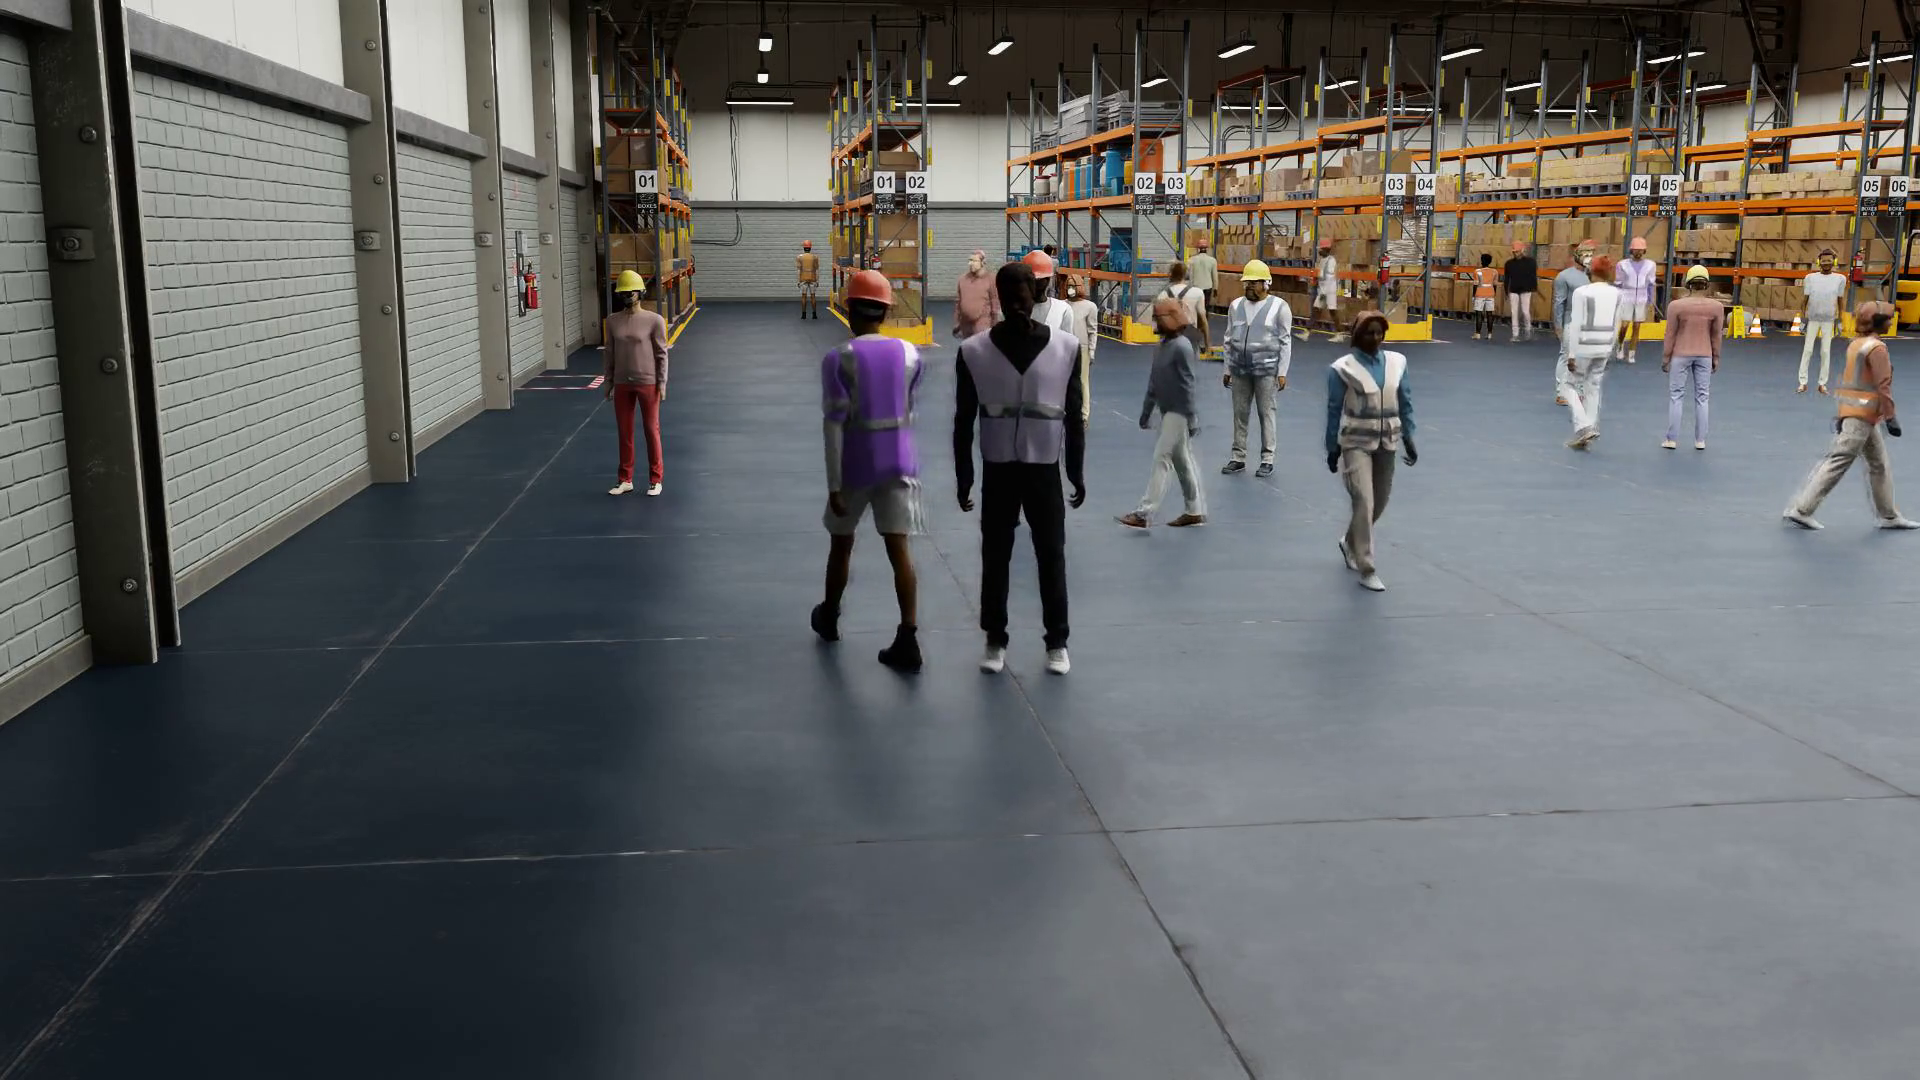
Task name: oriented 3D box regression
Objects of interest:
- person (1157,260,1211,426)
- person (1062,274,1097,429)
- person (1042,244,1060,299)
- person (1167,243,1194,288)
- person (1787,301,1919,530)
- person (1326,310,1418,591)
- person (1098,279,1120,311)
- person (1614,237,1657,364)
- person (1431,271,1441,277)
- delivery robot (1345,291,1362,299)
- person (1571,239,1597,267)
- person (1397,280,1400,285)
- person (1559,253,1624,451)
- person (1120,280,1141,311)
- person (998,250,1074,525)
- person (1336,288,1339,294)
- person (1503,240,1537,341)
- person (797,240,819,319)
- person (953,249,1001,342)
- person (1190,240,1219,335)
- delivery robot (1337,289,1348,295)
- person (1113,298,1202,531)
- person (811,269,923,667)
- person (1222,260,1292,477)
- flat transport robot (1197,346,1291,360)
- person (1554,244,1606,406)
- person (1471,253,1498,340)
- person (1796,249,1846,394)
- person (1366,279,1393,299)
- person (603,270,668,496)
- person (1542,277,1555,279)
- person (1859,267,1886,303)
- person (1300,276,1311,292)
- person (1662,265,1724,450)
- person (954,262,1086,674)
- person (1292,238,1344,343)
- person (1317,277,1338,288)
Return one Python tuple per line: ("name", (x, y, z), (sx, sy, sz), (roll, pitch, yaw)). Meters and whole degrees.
("person", (2.313, -2.055, 17.559), (0.529, 1.794, 0.983), (6, 12, 29))
("person", (1.206, -1.987, 17.601), (0.499, 1.634, 0.279), (5, 12, 26))
("person", (1.901, -5.468, 36.045), (0.533, 1.868, 0.310), (-2, 11, -12))
("person", (4.517, -5.138, 34.107), (0.591, 1.913, 0.448), (-1, 10, -4))
("person", (6.203, -0.847, 11.470), (0.867, 1.596, 0.514), (3, 11, 16))
("person", (2.394, -0.556, 9.813), (0.521, 1.611, 0.768), (-4, 11, -19))
("person", (3.855, -6.715, 42.954), (0.621, 1.845, 0.429), (0, 10, 0))
("person", (10.755, -3.811, 26.517), (0.617, 2.025, 0.443), (2, 10, 9))
("person", (13.990, -7.934, 49.565), (0.615, 1.863, 0.584), (8, 13, 37))
("delivery robot", (10.837, -6.668, 45.965), (0.477, 0.478, 0.707), (-1, 10, -7))
("person", (12.486, -4.999, 33.170), (0.657, 1.972, 0.600), (-1, 10, -7))
("person", (13.371, -8.219, 50.651), (1.045, 2.000, 0.696), (0, 10, 2))
("person", (5.980, -1.779, 15.809), (0.598, 1.866, 0.411), (-4, 11, -19))
("person", (4.337, -6.618, 42.441), (0.572, 1.838, 0.388), (3, 11, 14))
("person", (0.536, -1.060, 11.698), (0.548, 1.934, 0.375), (-1, 10, -6))
("person", (11.446, -8.149, 50.700), (0.912, 1.893, 0.691), (-8, 13, -38))
("person", (10.838, -4.815, 32.215), (0.640, 1.959, 0.583), (7, 13, 34))
("person", (-3.760, -6.439, 41.165), (0.546, 1.942, 0.353), (-1, 10, -6))
("person", (0.248, -2.700, 20.835), (0.643, 1.884, 0.808), (9, 14, 41))
("person", (5.037, -5.234, 34.536), (0.660, 1.940, 0.975), (1, 10, 7))
("delivery robot", (11.514, -7.267, 49.248), (0.707, 0.478, 0.477), (-6, 12, -29))
("person", (1.375, -0.857, 11.498), (0.755, 1.598, 0.517), (-2, 11, -13))
("person", (-0.435, -0.353, 8.027), (0.537, 1.877, 1.022), (-5, 11, -25))
("person", (2.502, -1.456, 14.145), (0.603, 1.830, 0.404), (7, 13, 34))
("flat transport robot", (4.613, -3.026, 27.037), (0.652, 0.197, 1.431), (-9, 13, -39))
("person", (7.445, -2.578, 20.007), (0.630, 1.940, 0.370), (-1, 10, -8))
("person", (10.348, -4.798, 32.832), (0.535, 1.700, 0.318), (-2, 11, -11))
("person", (11.176, -2.832, 21.583), (0.518, 1.874, 0.330), (5, 11, 24))
("person", (9.346, -5.694, 37.151), (0.620, 1.905, 0.661), (-1, 10, -6))
("person", (-2.547, -1.217, 13.020), (0.533, 1.767, 0.324), (3, 11, 14))
("person", (17.603, -7.823, 49.551), (0.542, 1.640, 0.880), (-4, 11, -19))
("person", (19.474, -5.421, 35.559), (0.626, 1.945, 0.502), (-1, 10, -8))
("person", (9.426, -7.162, 45.561), (0.629, 1.782, 0.994), (-2, 11, -12))
("person", (6.990, -1.738, 15.904), (0.521, 1.758, 0.342), (1, 10, 7))
("person", (0.279, -0.319, 7.768), (0.611, 1.888, 0.416), (0, 10, -1))
("person", (6.924, -4.763, 31.827), (1.030, 1.986, 0.625), (-1, 10, -8))
("person", (9.453, -6.689, 42.661), (0.553, 1.901, 0.949), (-1, 10, -8))
